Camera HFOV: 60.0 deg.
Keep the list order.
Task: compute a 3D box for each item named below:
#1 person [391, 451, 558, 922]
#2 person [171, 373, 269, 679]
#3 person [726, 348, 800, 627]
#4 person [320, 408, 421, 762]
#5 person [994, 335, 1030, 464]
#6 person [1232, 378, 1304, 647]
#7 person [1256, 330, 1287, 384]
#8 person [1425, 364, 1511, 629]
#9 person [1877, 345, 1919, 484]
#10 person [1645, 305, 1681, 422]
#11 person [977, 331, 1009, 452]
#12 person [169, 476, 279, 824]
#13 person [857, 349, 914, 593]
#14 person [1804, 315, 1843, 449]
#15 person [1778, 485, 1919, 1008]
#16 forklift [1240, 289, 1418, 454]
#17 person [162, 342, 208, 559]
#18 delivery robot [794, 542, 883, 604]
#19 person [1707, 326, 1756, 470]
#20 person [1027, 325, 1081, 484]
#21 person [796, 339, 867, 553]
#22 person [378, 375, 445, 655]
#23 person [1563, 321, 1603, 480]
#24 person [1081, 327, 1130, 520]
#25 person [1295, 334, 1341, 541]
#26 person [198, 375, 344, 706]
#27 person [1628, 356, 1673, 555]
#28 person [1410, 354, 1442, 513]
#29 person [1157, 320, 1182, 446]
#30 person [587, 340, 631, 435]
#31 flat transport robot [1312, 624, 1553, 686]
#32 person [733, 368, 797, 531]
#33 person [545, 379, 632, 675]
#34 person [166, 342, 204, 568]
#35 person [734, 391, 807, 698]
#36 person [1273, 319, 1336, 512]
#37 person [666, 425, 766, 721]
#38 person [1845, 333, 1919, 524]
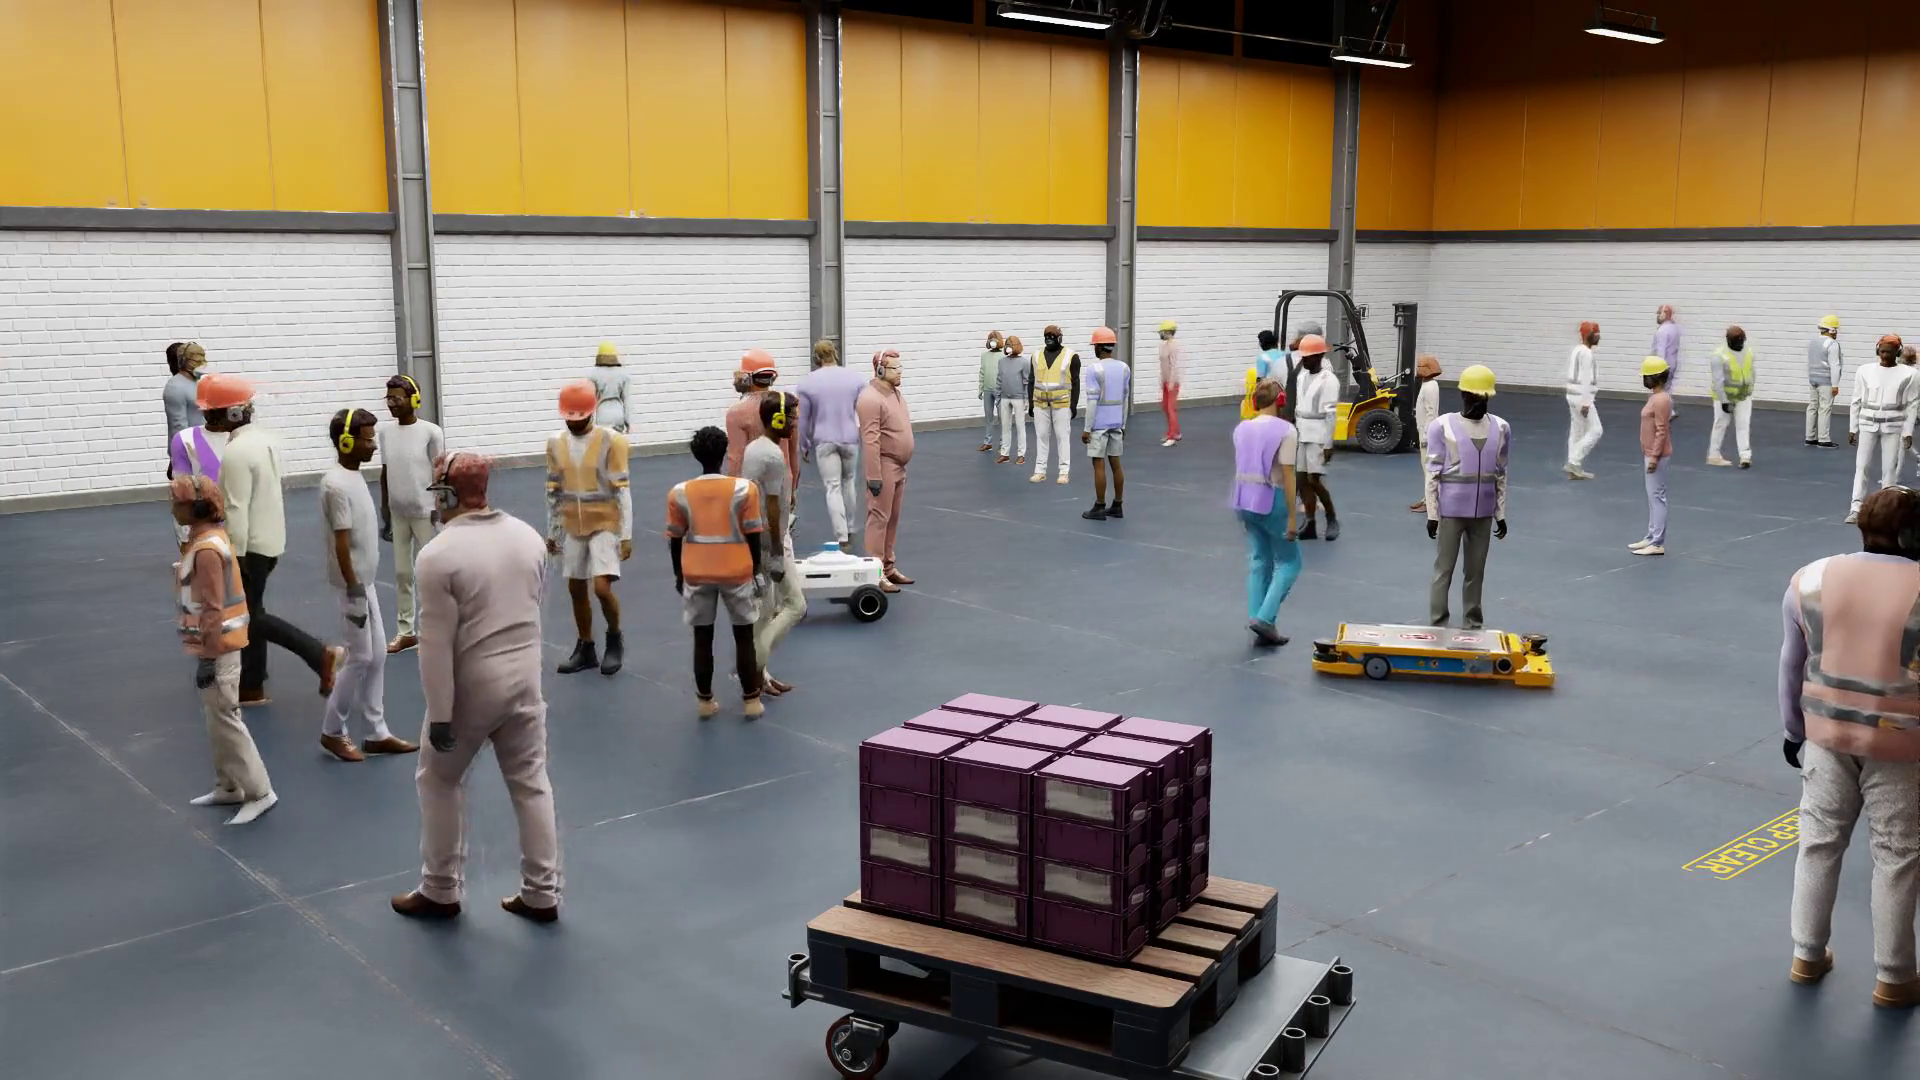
[{"bbox_3d":[-1.938,0.584,6.602,0.782,1.877,0.667,6,12,33],"label":"person"},{"bbox_3d":[-4.525,-0.065,10.239,0.542,1.931,0.376,-7,12,-34],"label":"person"},{"bbox_3d":[-1.395,-0.349,11.717,0.608,1.995,0.377,-9,13,-42],"label":"person"},{"bbox_3d":[-3.131,0.244,8.660,0.504,1.857,0.549,-2,10,-9],"label":"person"},{"bbox_3d":[0.668,-1.780,21.151,0.498,1.634,0.280,6,11,32],"label":"person"},{"bbox_3d":[2.081,-0.174,11.214,0.441,1.811,0.639,-6,11,-32],"label":"person"},{"bbox_3d":[4.152,-1.944,22.048,0.554,1.649,0.644,-7,12,-35],"label":"person"},{"bbox_3d":[3.379,-0.205,11.074,0.587,1.926,0.366,-2,10,-12],"label":"person"},{"bbox_3d":[11.004,-1.453,19.293,0.642,1.614,0.518,-1,10,-8],"label":"person"},{"bbox_3d":[10.753,-2.637,25.417,0.431,1.894,0.653,9,13,43],"label":"person"},{"bbox_3d":[0.462,-1.999,22.424,0.500,1.636,0.280,7,12,34],"label":"person"},{"bbox_3d":[-3.455,0.509,7.797,0.392,1.639,0.540,-5,11,-25],"label":"person"},{"bbox_3d":[-0.565,-0.550,13.153,0.409,1.906,0.652,3,10,17],"label":"person"},{"bbox_3d":[11.907,-2.178,22.894,0.404,1.836,0.586,-1,10,-8],"label":"person"},{"bbox_3d":[3.244,0.721,5.912,0.430,1.840,0.626,-9,13,-41],"label":"person"},{"bbox_3d":[5.034,-2.339,22.783,2.313,2.155,1.214,3,10,16],"label":"forklift"},{"bbox_3d":[-6.346,-0.669,13.771,0.370,1.934,0.627,-1,10,-8],"label":"person"},{"bbox_3d":[-0.925,0.257,12.107,0.707,0.478,0.477,-2,10,-10],"label":"delivery robot"},{"bbox_3d":[9.601,-1.761,20.640,0.667,1.781,0.813,-1,10,-5],"label":"person"},{"bbox_3d":[1.073,-1.573,19.327,0.633,1.842,0.429,4,10,22],"label":"person"},{"bbox_3d":[-1.133,-0.860,15.032,0.700,1.882,0.916,-2,10,-14],"label":"person"},{"bbox_3d":[-3.606,-0.156,10.953,0.514,1.871,0.327,3,10,18],"label":"person"},{"bbox_3d":[7.354,-1.628,19.561,0.414,1.872,0.615,1,10,8],"label":"person"},{"bbox_3d":[1.434,-1.165,16.670,0.553,1.933,0.370,-7,12,-37],"label":"person"},{"bbox_3d":[3.319,-0.939,15.396,0.532,1.923,0.557,-4,10,-21],"label":"person"},{"bbox_3d":[-3.998,0.026,9.618,0.756,1.965,0.640,-1,10,-6],"label":"person"},{"bbox_3d":[6.122,-0.742,14.713,0.327,1.760,0.523,3,10,18],"label":"person"},{"bbox_3d":[4.793,-1.088,17.097,0.266,1.631,0.507,3,10,14],"label":"person"},{"bbox_3d":[2.955,-2.185,23.236,0.392,1.738,0.668,-1,10,-7],"label":"person"},{"bbox_3d":[-3.835,-1.339,18.334,0.487,1.711,0.751,-7,12,-34],"label":"person"},{"bbox_3d":[2.984,0.710,10.556,1.431,0.197,0.652,3,10,15],"label":"flat transport robot"},{"bbox_3d":[-1.911,-0.798,15.464,0.740,1.616,0.522,0,10,2],"label":"person"},{"bbox_3d":[-2.313,-0.061,10.339,0.634,1.888,0.545,3,10,18],"label":"person"},{"bbox_3d":[-6.493,-0.715,14.099,0.392,1.914,0.587,1,10,7],"label":"person"},{"bbox_3d":[-1.121,0.039,9.868,0.374,1.850,0.532,-6,12,-33],"label":"person"},{"bbox_3d":[3.460,-1.242,16.811,0.910,2.000,0.686,-7,12,-35],"label":"person"},{"bbox_3d":[-1.374,0.200,9.390,0.554,1.694,0.356,1,10,3],"label":"person"},{"bbox_3d":[9.032,-1.079,16.308,0.573,1.887,0.355,7,12,35],"label":"person"}]
